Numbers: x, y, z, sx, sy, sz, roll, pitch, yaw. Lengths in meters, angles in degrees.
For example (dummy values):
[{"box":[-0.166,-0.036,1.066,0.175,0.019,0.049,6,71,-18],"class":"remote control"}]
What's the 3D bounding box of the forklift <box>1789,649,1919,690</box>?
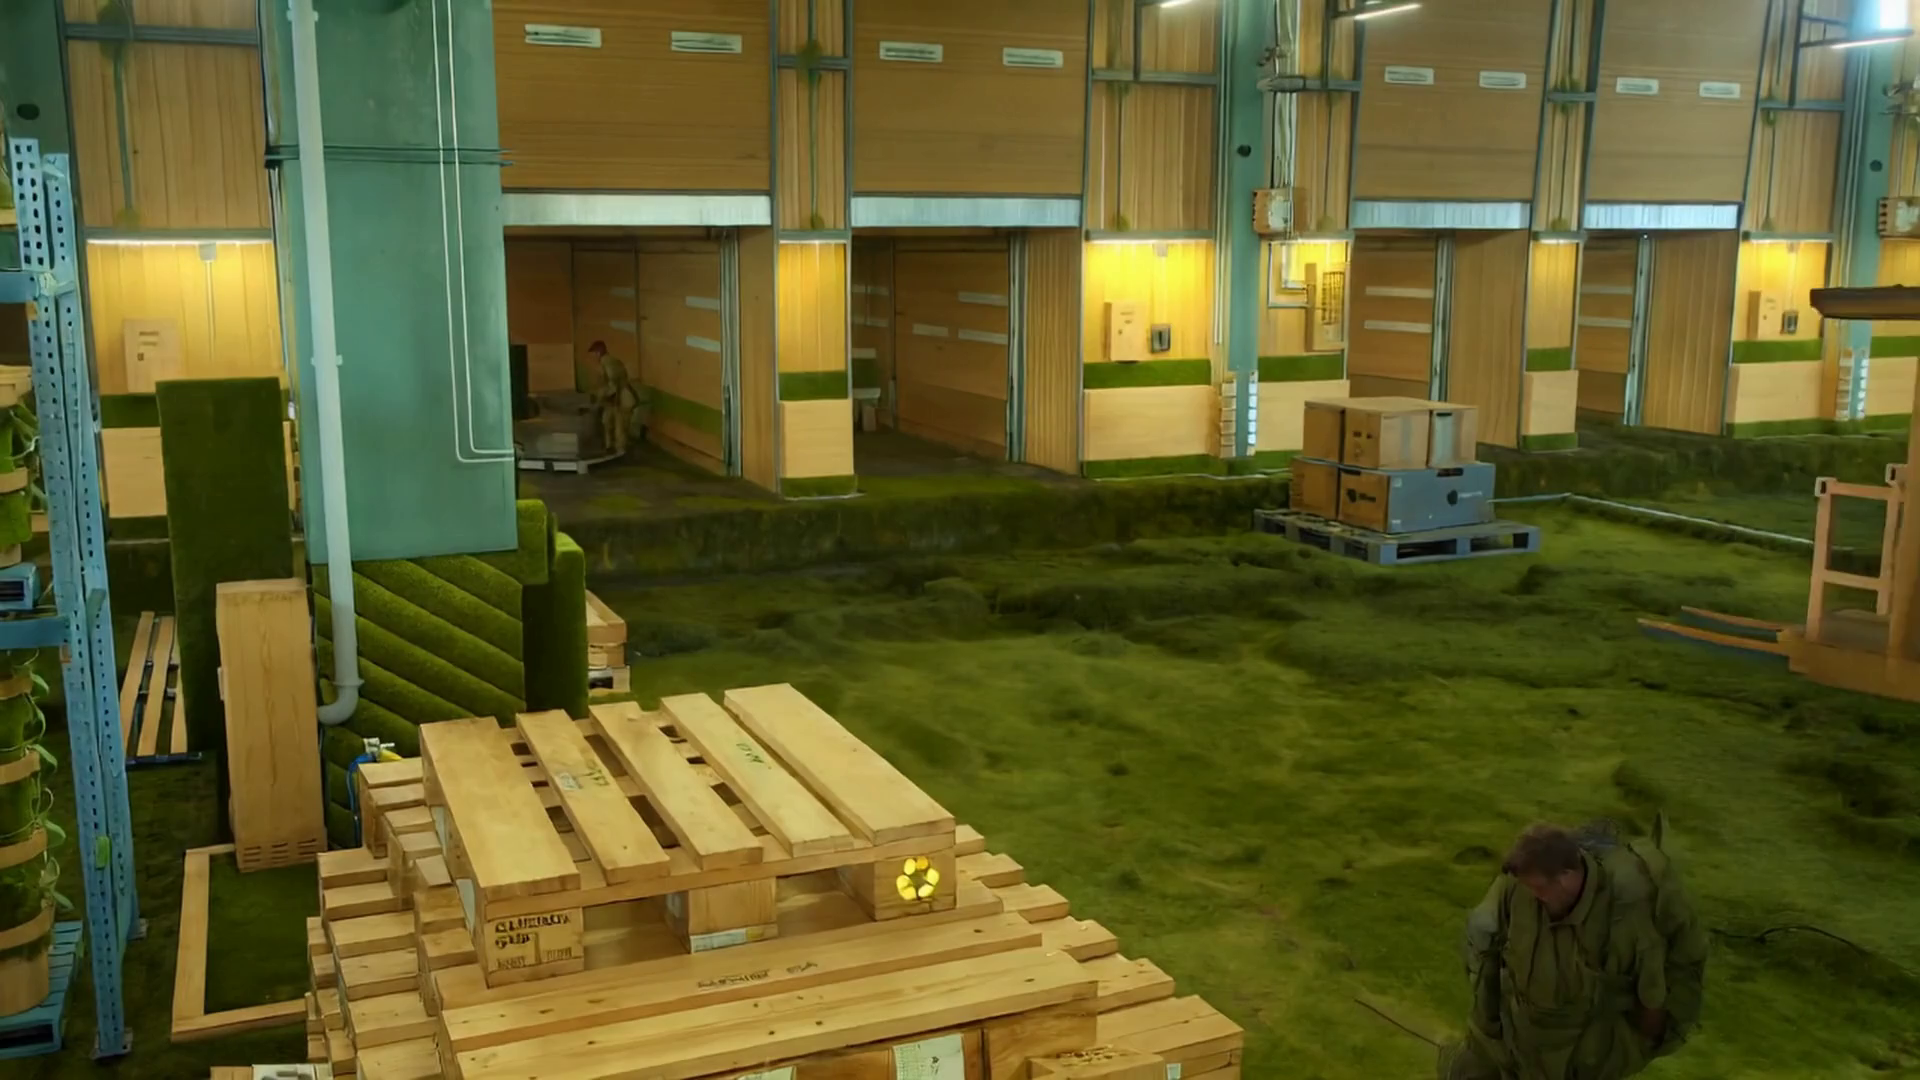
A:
[{"box":[6.205,-0.471,9.782,1.129,2.768,1.873,-8,13,-38],"class":"forklift"}]
